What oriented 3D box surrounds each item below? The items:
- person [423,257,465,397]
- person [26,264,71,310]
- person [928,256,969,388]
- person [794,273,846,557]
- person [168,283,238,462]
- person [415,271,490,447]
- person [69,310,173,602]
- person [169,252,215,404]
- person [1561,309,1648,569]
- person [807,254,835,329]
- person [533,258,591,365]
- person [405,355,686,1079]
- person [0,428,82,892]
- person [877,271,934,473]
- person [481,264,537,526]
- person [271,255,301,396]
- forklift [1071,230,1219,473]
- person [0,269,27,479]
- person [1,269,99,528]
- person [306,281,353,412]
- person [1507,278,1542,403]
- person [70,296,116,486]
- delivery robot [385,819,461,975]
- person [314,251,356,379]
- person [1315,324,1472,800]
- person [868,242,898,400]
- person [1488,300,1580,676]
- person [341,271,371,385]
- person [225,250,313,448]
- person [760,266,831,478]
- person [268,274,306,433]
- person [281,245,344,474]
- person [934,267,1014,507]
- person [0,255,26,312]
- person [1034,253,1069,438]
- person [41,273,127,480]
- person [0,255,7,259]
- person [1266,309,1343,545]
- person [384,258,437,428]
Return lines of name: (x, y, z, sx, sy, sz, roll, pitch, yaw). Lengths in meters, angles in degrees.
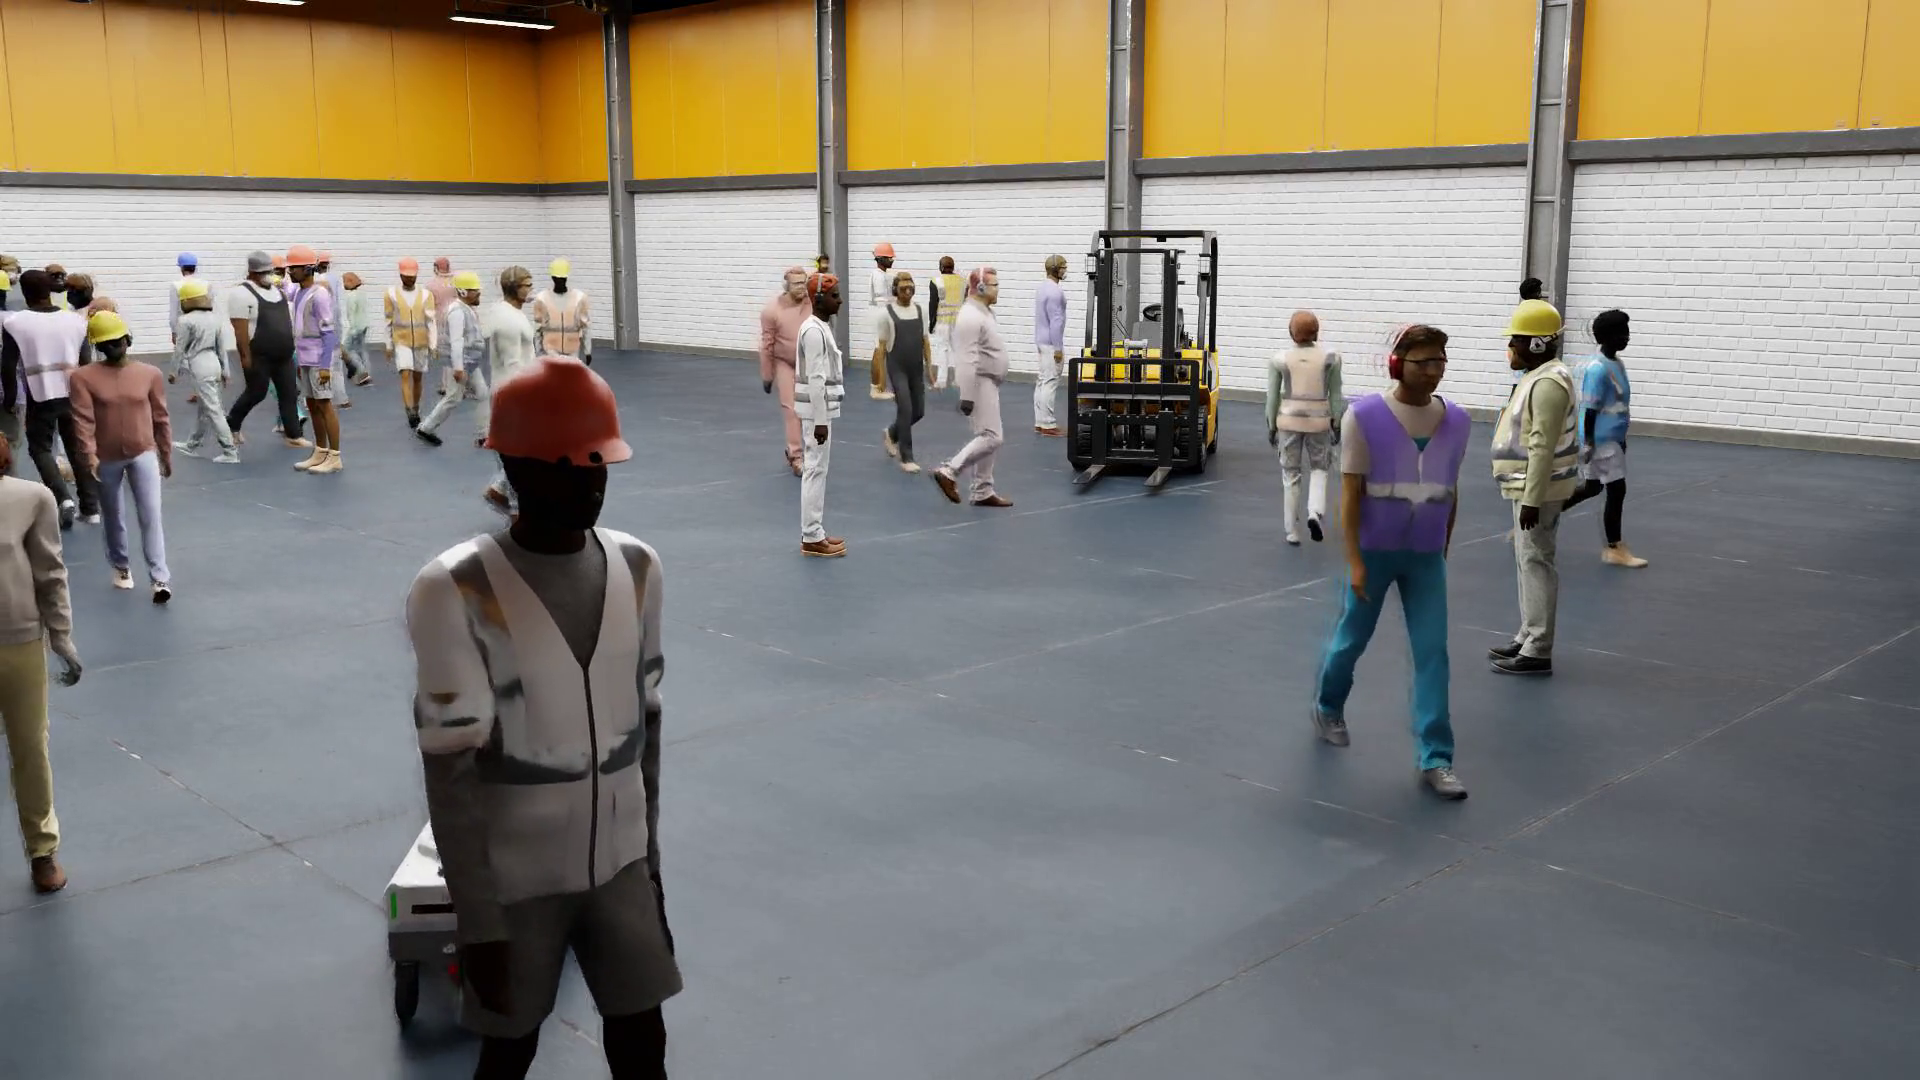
person: (-6.754, -2.786, 21.893, 0.647, 1.851, 1.014, -10, 14, -42)
person: (-9.726, -2.076, 18.060, 0.653, 1.821, 0.584, -9, 14, -41)
person: (-0.181, -3.059, 23.370, 0.629, 1.842, 0.429, -6, 12, -30)
person: (-0.937, -0.835, 11.122, 0.337, 1.882, 0.583, -1, 10, -4)
person: (-7.208, -1.574, 15.707, 0.899, 1.684, 0.483, 3, 11, 16)
person: (-5.059, -1.794, 16.634, 0.829, 1.788, 0.622, 0, 10, -1)
person: (-4.908, -0.495, 9.780, 0.521, 1.699, 0.979, -7, 12, -33)
person: (-9.549, -2.634, 20.817, 0.686, 1.932, 0.607, 6, 12, 30)
person: (4.104, -0.672, 10.819, 0.771, 1.667, 0.532, 6, 12, 29)
person: (-2.102, -3.367, 25.015, 0.546, 1.855, 0.427, -10, 14, -44)
person: (-4.332, -2.112, 18.080, 0.601, 1.890, 0.774, -4, 11, -19)
person: (-0.726, 0.617, 3.158, 0.555, 1.933, 0.578, -10, 14, -43)
person: (-3.123, 0.362, 5.325, 0.532, 1.627, 0.292, -8, 13, -36)
person: (-0.534, -1.544, 15.171, 0.523, 1.819, 0.724, -7, 12, -32)
person: (-3.215, -1.042, 12.144, 0.450, 1.920, 0.647, -2, 11, -11)
person: (-8.488, -2.632, 20.920, 0.564, 1.876, 1.020, 0, 10, -2)
forklift: (1.804, -1.825, 15.677, 1.214, 2.155, 2.313, 2, 11, 13)
person: (-7.127, -1.079, 12.451, 0.598, 1.886, 0.938, -2, 11, -8)
person: (-6.619, -1.027, 12.146, 0.566, 1.891, 0.605, 9, 13, 39)
person: (-7.710, -2.333, 20.124, 0.508, 1.583, 0.863, 1, 10, 5)
person: (5.944, -1.915, 17.548, 0.320, 1.691, 0.528, 3, 11, 18)
person: (-7.437, -1.278, 14.299, 0.487, 1.612, 0.545, 2, 11, 11)
delivery robot: (-1.400, 0.948, 4.773, 0.477, 0.478, 0.707, -1, 10, -5)
person: (-9.275, -3.295, 24.476, 0.845, 1.910, 0.551, 2, 11, 8)
person: (1.734, 0.035, 6.620, 0.565, 1.803, 0.990, -2, 11, -10)
person: (-0.993, -2.839, 21.619, 0.392, 2.041, 0.615, -1, 10, -6)
person: (2.796, -0.254, 8.132, 0.403, 1.825, 0.591, 3, 11, 14)
person: (-8.556, -2.982, 23.536, 0.380, 1.616, 0.533, 0, 10, -2)
person: (-7.021, -1.925, 16.640, 0.859, 2.000, 0.692, 4, 11, 21)
person: (-1.481, -1.530, 14.970, 0.632, 1.870, 0.921, -6, 12, -28)
person: (-7.231, -1.979, 17.769, 0.741, 1.737, 0.541, 7, 12, 33)
person: (-5.818, -1.607, 14.897, 0.394, 2.042, 0.611, -9, 14, -41)
person: (0.134, -1.179, 12.983, 0.512, 1.891, 0.649, 1, 10, 7)
person: (-10.494, -2.210, 18.557, 0.645, 1.907, 0.824, -7, 13, -35)
person: (0.968, -2.059, 17.649, 0.352, 1.937, 0.635, -2, 11, -10)
person: (-7.606, -1.388, 14.358, 0.642, 1.805, 0.844, 5, 12, 27)
person: (-14.057, -3.294, 24.661, 0.595, 1.832, 0.990, 4, 11, 21)
person: (2.355, -0.764, 11.406, 0.521, 1.626, 0.389, 2, 11, 10)
person: (-6.119, -2.199, 18.591, 0.546, 1.871, 1.002, -5, 11, -25)
